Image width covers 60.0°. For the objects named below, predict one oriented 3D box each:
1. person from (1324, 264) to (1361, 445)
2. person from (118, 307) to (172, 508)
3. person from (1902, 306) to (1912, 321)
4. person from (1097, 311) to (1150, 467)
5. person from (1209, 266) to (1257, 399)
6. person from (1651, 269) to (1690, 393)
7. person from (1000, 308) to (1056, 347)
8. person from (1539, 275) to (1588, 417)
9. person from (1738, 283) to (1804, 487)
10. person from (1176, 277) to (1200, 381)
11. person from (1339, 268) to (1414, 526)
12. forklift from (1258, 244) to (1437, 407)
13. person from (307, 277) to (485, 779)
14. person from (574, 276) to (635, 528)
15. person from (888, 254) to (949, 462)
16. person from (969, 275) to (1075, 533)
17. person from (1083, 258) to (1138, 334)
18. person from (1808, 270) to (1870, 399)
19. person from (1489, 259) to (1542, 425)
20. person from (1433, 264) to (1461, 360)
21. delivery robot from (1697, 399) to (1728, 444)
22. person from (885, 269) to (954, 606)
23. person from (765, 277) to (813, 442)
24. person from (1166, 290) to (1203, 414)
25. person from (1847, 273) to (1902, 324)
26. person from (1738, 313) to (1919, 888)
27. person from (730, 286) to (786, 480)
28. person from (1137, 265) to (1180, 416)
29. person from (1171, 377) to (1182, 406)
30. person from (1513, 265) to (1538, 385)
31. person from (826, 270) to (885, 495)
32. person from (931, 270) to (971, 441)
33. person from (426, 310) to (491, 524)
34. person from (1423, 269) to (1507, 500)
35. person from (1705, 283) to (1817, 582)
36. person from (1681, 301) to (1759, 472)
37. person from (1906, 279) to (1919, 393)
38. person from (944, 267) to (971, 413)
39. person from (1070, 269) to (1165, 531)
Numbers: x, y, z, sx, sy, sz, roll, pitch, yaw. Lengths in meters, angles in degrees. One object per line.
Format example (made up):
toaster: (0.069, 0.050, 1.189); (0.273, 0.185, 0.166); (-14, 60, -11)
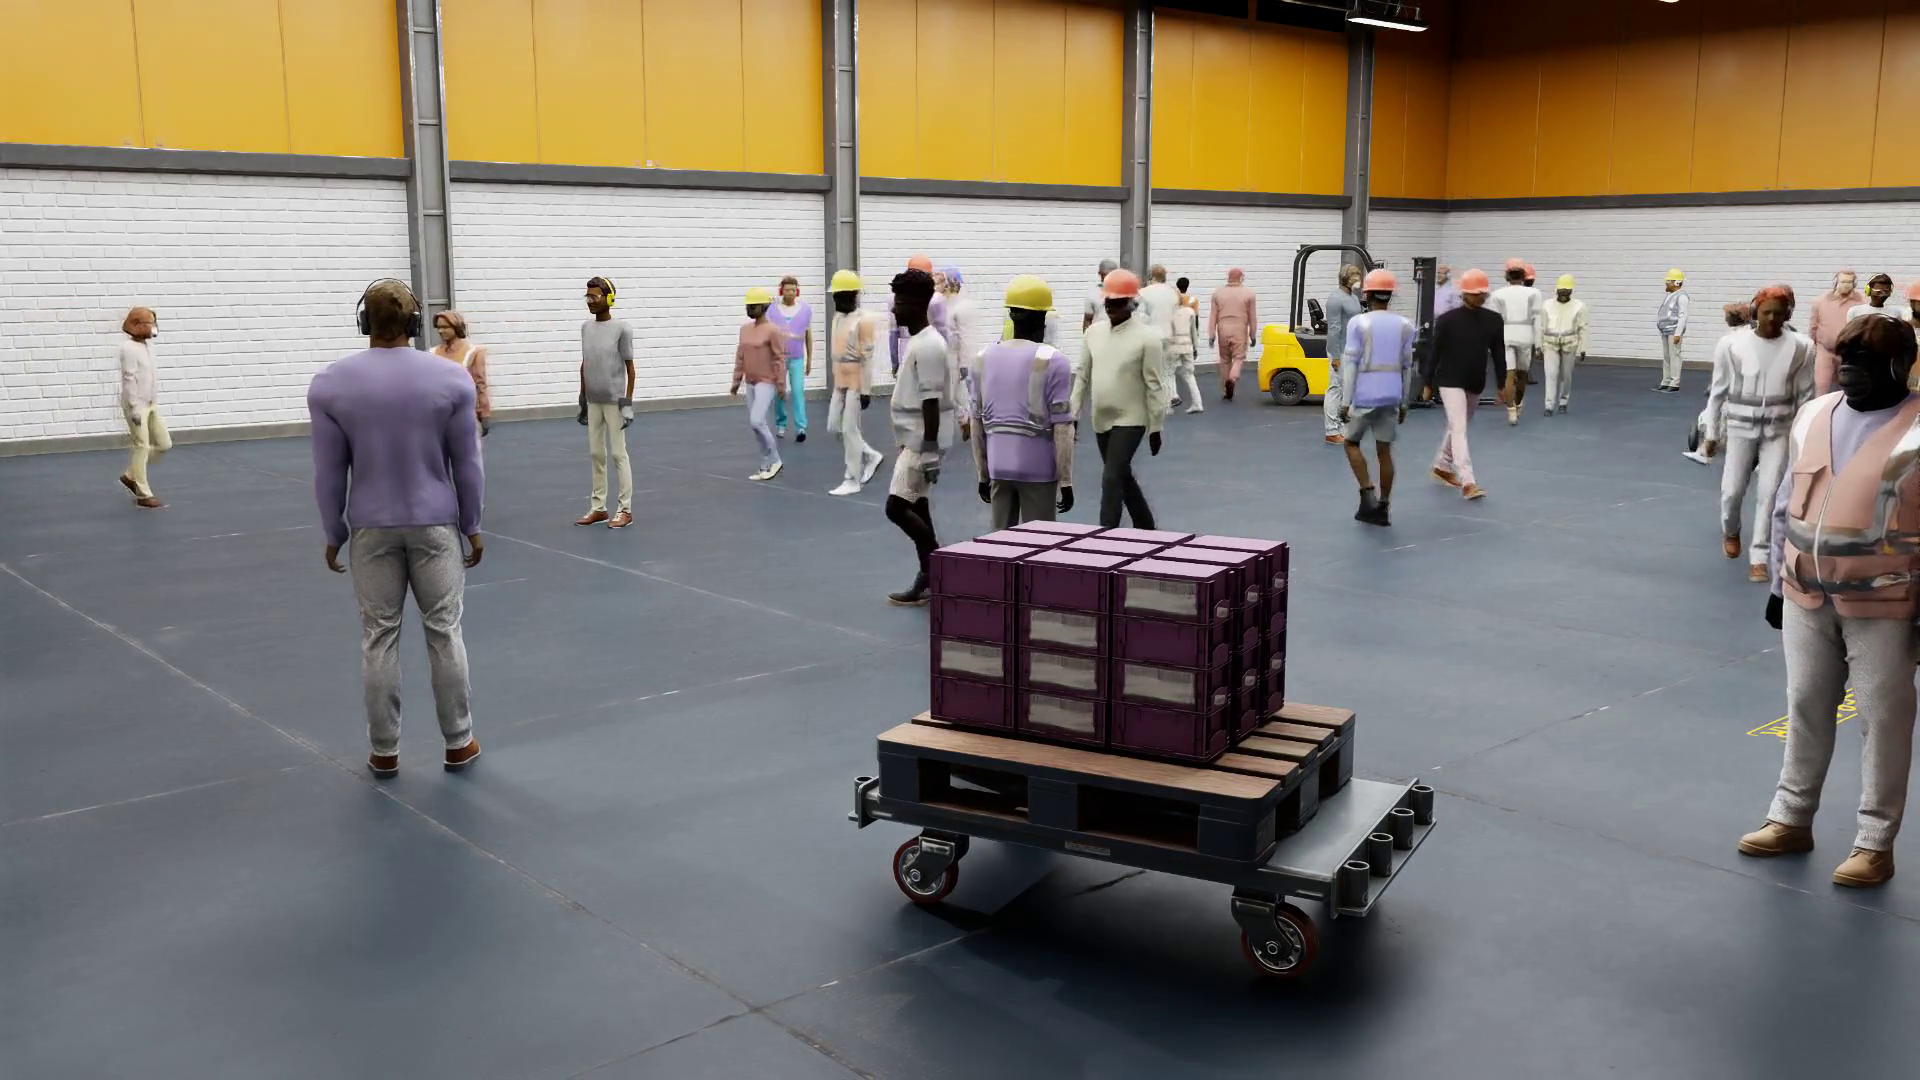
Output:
person: (4.135, -1.995, 17.919); (0.368, 1.939, 0.632); (6, 11, 32)
person: (-6.585, -1.056, 13.362); (0.390, 1.625, 0.513); (0, 10, 1)
person: (11.609, -2.266, 20.122); (0.878, 1.722, 0.557); (-1, 10, -8)
person: (1.536, -1.533, 15.540); (0.546, 1.832, 0.966); (1, 10, 6)
person: (3.812, -2.895, 23.366); (0.666, 1.883, 0.746); (5, 11, 26)
person: (10.539, -3.091, 24.642); (0.403, 1.835, 0.586); (0, 10, 2)
person: (0.659, -1.634, 16.131); (0.647, 1.827, 0.541); (9, 13, 43)
person: (7.671, -2.468, 21.197); (0.607, 1.808, 0.876); (4, 10, 21)
person: (5.834, -0.945, 12.079); (0.515, 1.829, 0.505); (0, 10, 0)
person: (3.609, -3.404, 26.886); (0.551, 1.694, 0.401); (4, 10, 22)
person: (3.112, -1.068, 12.517); (0.595, 1.927, 0.449); (-3, 10, -16)
forklift: (5.256, -2.933, 22.661); (2.313, 2.155, 1.214); (3, 10, 16)
person: (-2.163, -0.038, 6.460); (0.627, 1.940, 0.371); (-3, 10, -15)
person: (-2.651, -1.021, 12.412); (0.521, 1.873, 0.328); (5, 11, 28)
person: (-0.394, -1.770, 16.294); (0.605, 2.044, 0.375); (2, 10, 13)
person: (0.325, -0.353, 8.340); (0.589, 1.927, 0.368); (7, 12, 34)
person: (1.887, -2.542, 20.822); (0.689, 2.000, 0.745); (-3, 10, -19)
person: (9.806, -2.068, 18.557); (0.664, 1.857, 1.012); (5, 11, 29)
person: (6.726, -2.402, 20.183); (0.627, 1.973, 1.082); (2, 10, 14)
person: (7.795, -3.527, 27.027); (0.438, 1.887, 0.668); (-8, 12, -38)
delivery robot: (7.918, -1.252, 17.340); (0.477, 0.478, 0.707); (5, 11, 29)
person: (-0.249, -0.562, 9.491); (0.424, 1.945, 0.628); (-1, 10, -6)
person: (-1.896, -1.983, 18.291); (0.589, 1.791, 0.988); (-1, 10, -9)
person: (2.816, -2.394, 21.250); (0.597, 1.599, 0.341); (-3, 10, -18)
person: (8.644, -1.592, 15.783); (0.514, 1.865, 0.329); (1, 10, 6)
person: (2.901, 0.192, 5.398); (0.430, 1.845, 0.623); (-5, 11, -28)
person: (-1.818, -1.397, 14.971); (0.396, 1.754, 0.531); (-9, 13, -42)
person: (2.484, -2.507, 21.014); (0.676, 1.910, 0.421); (-5, 11, -29)
person: (2.761, -2.619, 22.617); (0.508, 1.581, 0.891); (-3, 10, -17)
person: (8.794, -3.345, 25.971); (0.583, 1.884, 0.594); (-5, 11, -28)
person: (-0.891, -1.337, 14.158); (0.536, 1.913, 0.588); (-7, 12, -35)
person: (-0.115, -1.896, 17.528); (0.646, 1.881, 0.778); (9, 13, 44)
person: (-3.776, -0.901, 12.431); (0.538, 1.623, 0.386); (3, 10, 18)
person: (4.286, -1.330, 14.127); (0.653, 1.921, 1.129); (-2, 10, -13)
person: (5.045, -0.689, 10.523); (0.588, 1.865, 0.658); (4, 10, 21)
person: (7.303, -1.452, 15.714); (0.855, 1.586, 0.532); (7, 12, 34)
person: (6.836, -0.951, 11.985); (0.555, 1.891, 1.008); (2, 10, 14)
person: (-0.145, -2.162, 19.036); (1.020, 1.892, 0.638); (0, 10, -2)
person: (1.063, -0.792, 10.871); (1.023, 1.951, 0.624); (-9, 13, -43)
